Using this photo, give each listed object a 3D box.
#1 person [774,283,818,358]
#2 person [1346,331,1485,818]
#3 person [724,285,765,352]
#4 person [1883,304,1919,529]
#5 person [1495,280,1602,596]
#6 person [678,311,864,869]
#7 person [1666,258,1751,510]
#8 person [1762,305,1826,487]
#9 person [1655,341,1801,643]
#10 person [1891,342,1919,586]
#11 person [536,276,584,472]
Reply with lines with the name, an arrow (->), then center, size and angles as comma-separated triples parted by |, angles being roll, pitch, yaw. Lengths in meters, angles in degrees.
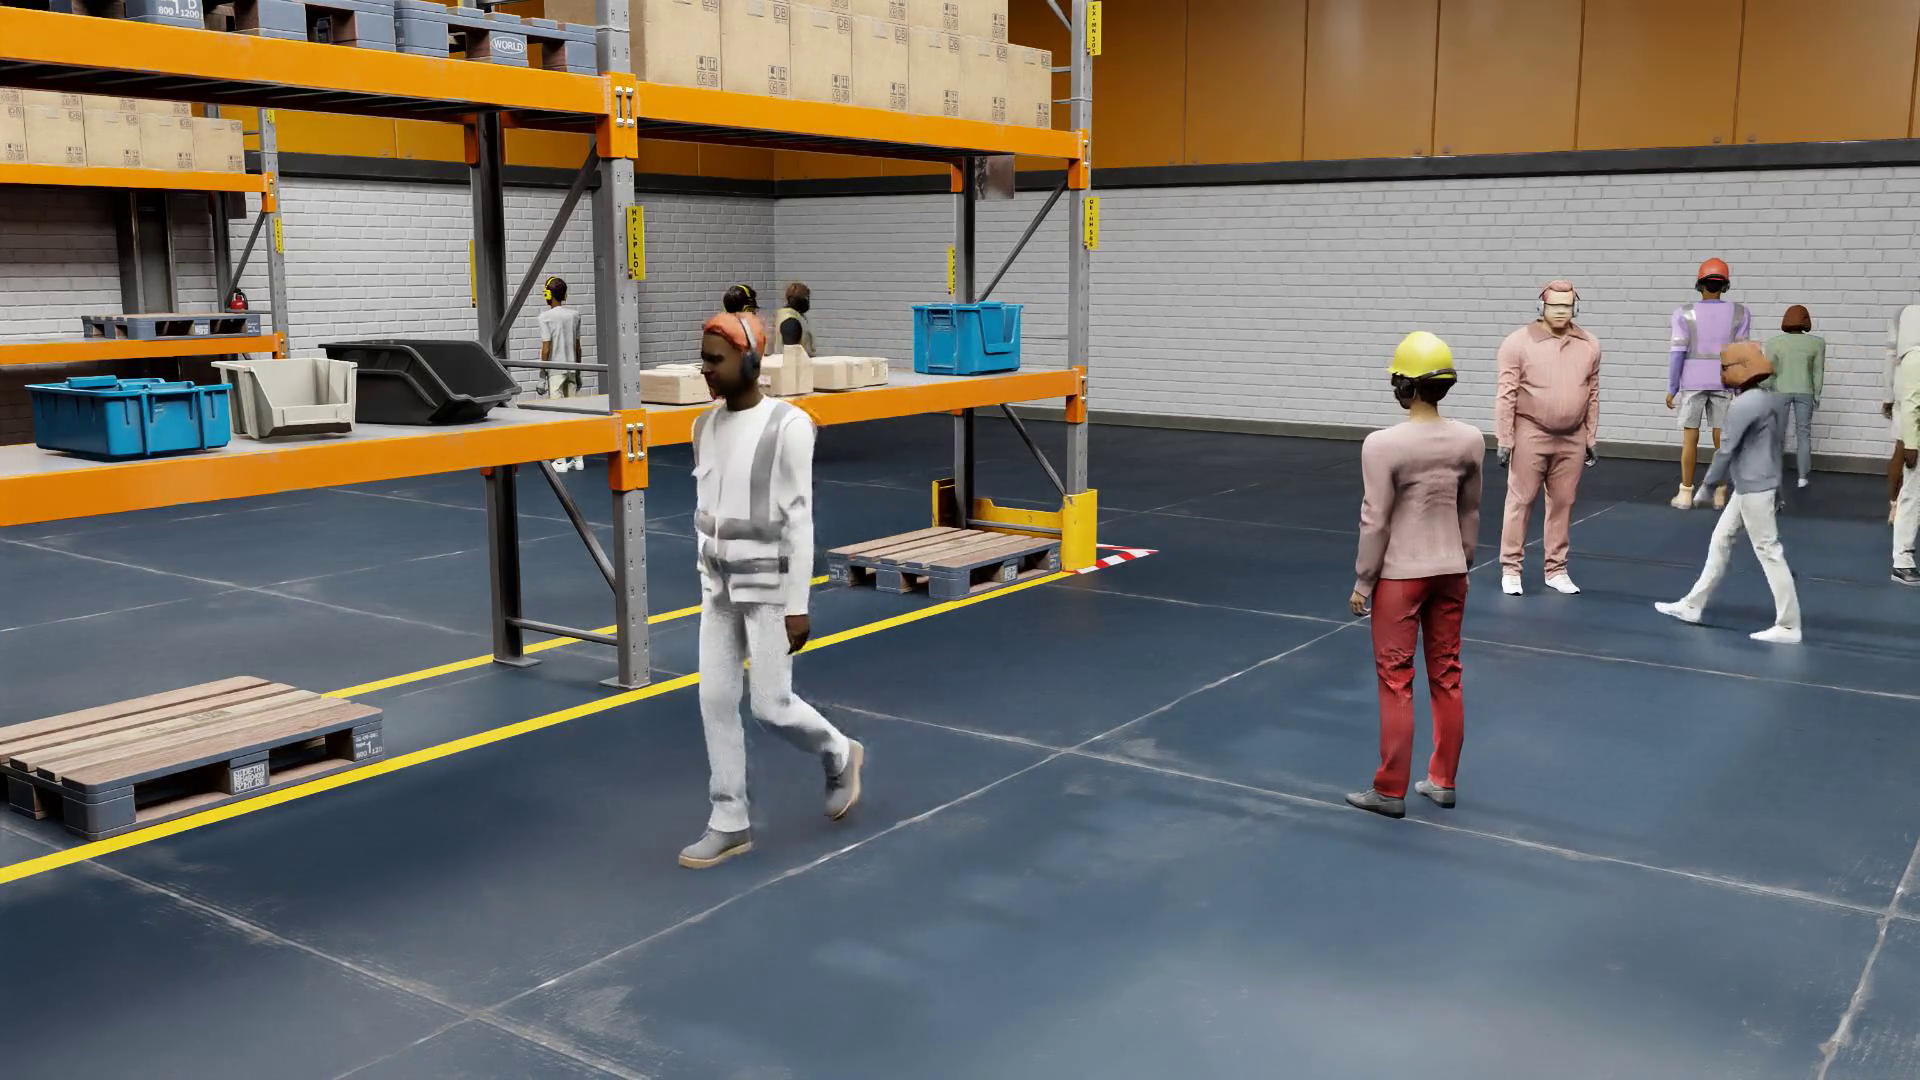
person -> -1.620, -1.617, 16.387 | 0.458, 1.804, 0.761 | -1, 10, -4
person -> 1.657, 0.131, 6.070 | 0.525, 1.772, 0.309 | -4, 10, -24
person -> -1.434, -0.732, 10.917 | 0.538, 1.866, 0.313 | 7, 12, 35
person -> 7.268, -1.083, 12.555 | 0.474, 2.021, 0.674 | -2, 10, -14
person -> 3.569, -0.608, 10.067 | 0.651, 1.904, 0.403 | -1, 10, -5
person -> -0.659, 0.158, 5.632 | 0.582, 1.859, 0.648 | 8, 12, 39
person -> 6.073, -1.262, 13.542 | 0.605, 2.045, 0.380 | 2, 10, 11
person -> 7.455, -1.286, 14.913 | 0.500, 1.632, 0.286 | 3, 10, 18
person -> 4.163, -0.262, 8.936 | 0.872, 1.589, 0.495 | 7, 12, 37
person -> 6.137, -0.623, 10.401 | 0.591, 1.822, 0.404 | -3, 10, -18
person -> -3.848, -1.583, 15.971 | 0.327, 1.874, 0.520 | 7, 12, 36
